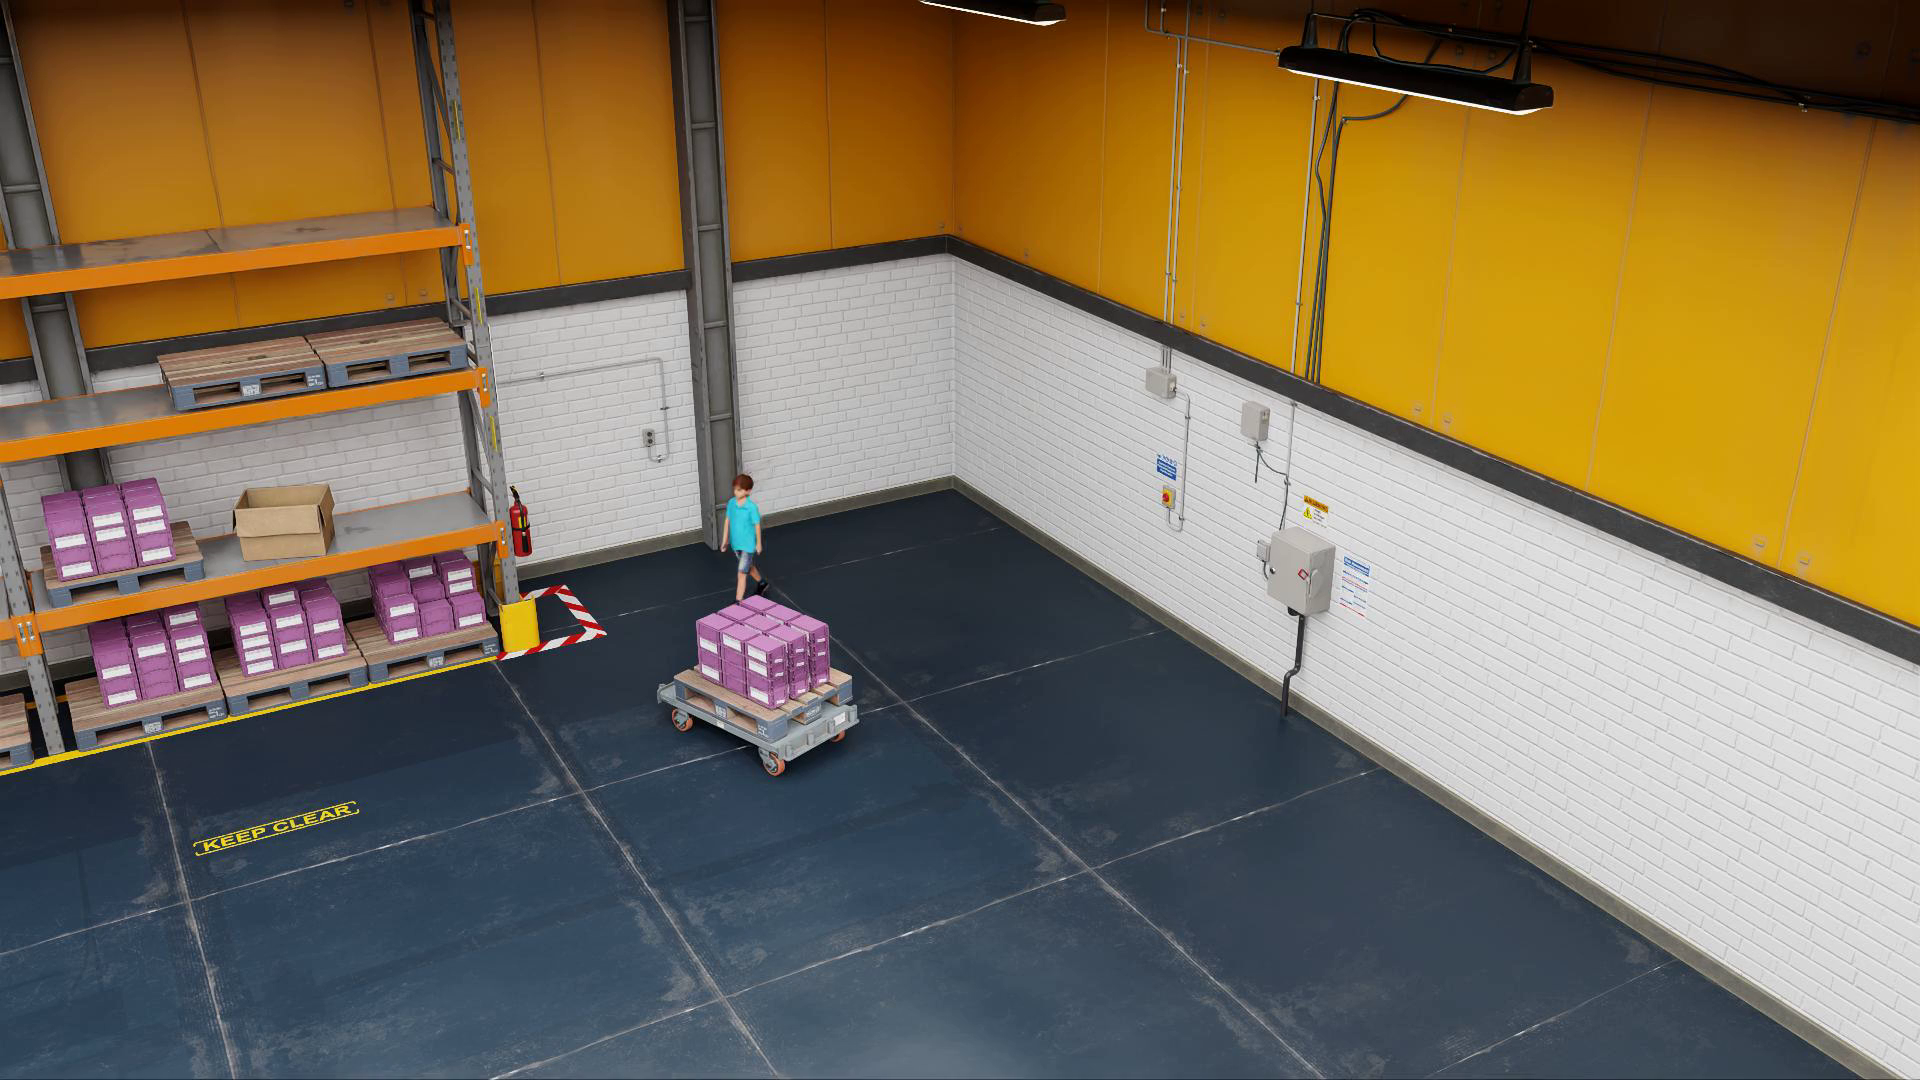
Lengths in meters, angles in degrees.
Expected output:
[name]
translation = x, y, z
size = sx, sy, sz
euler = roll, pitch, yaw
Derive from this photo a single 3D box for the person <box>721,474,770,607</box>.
[person]
translation = -2.119, 0.000, 16.618
size = 0.774, 1.419, 1.035
euler = 16, 28, 32
